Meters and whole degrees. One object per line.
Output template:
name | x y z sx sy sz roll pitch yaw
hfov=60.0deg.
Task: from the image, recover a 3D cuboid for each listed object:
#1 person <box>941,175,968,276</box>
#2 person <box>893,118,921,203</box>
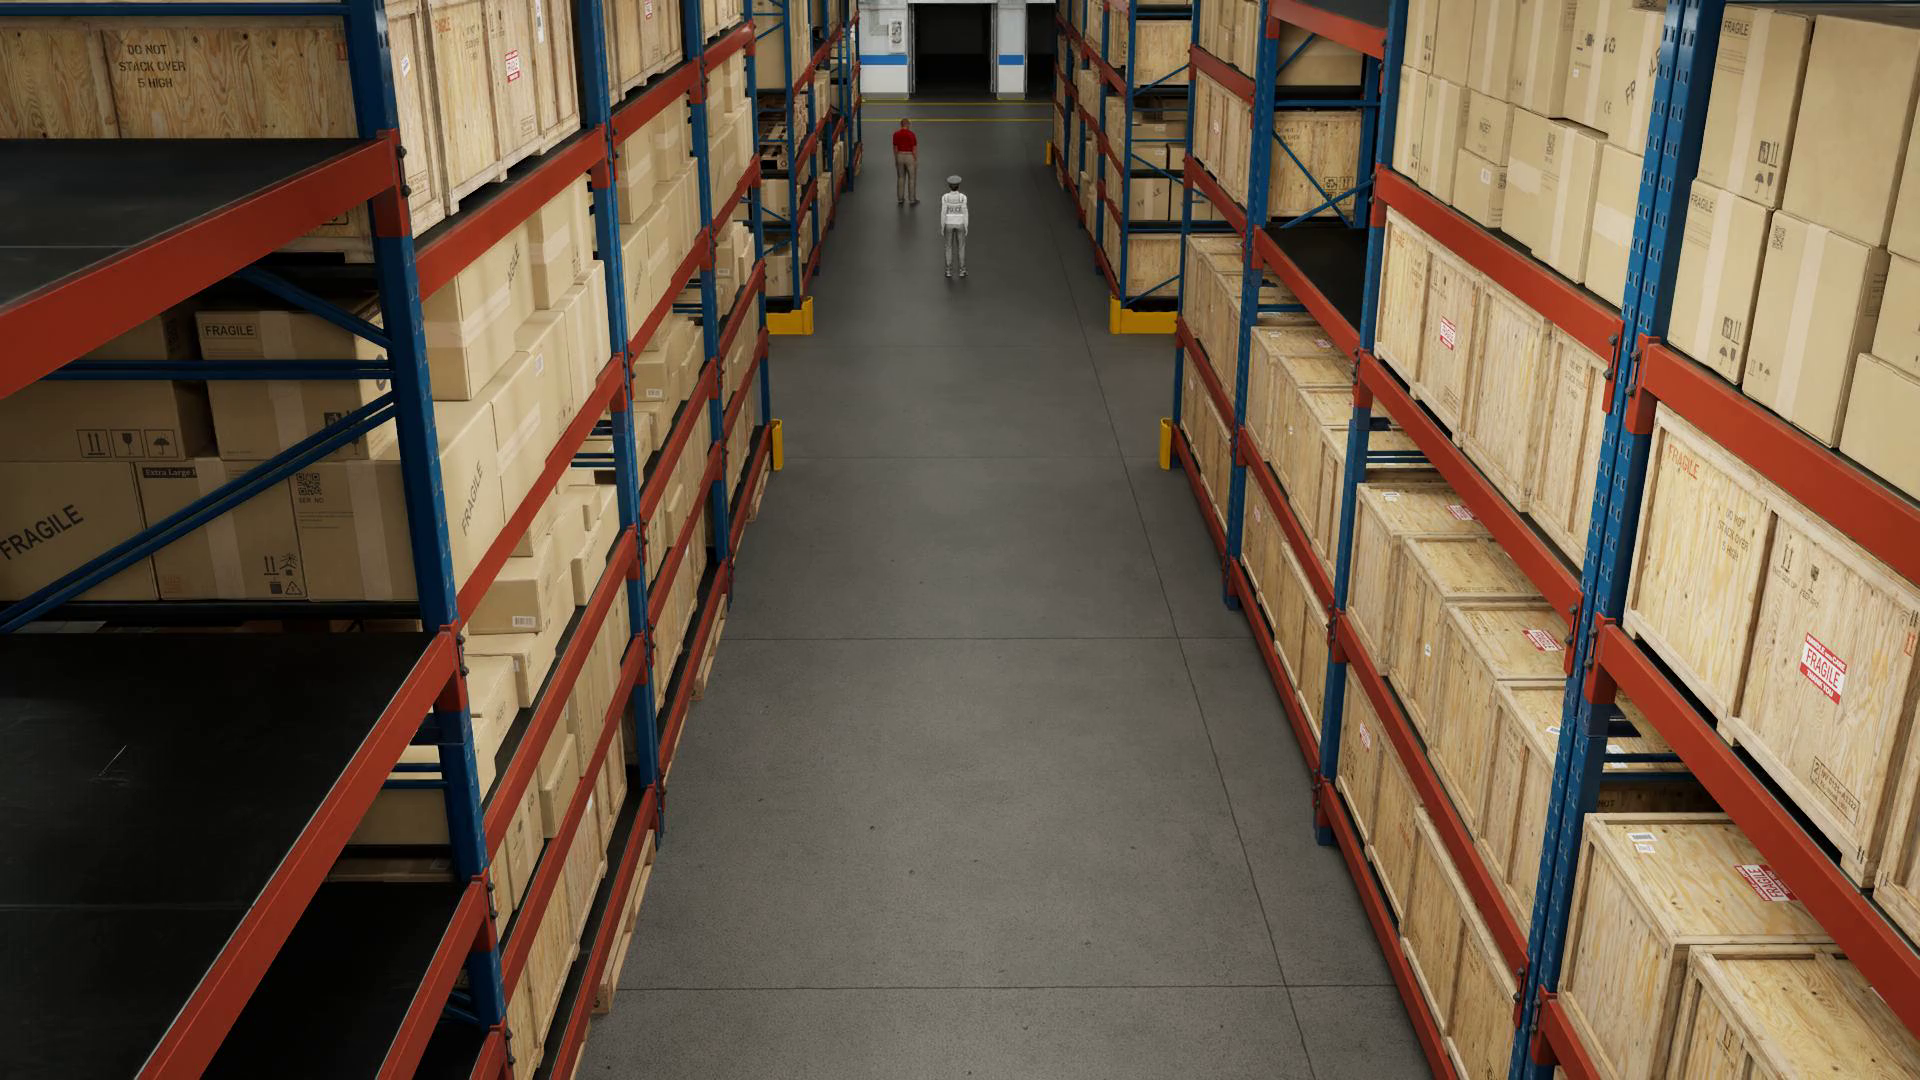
person | -0.090 -5.291 28.039 0.465 1.692 0.352 0 22 1
person | -1.109 -7.895 34.591 0.520 1.728 0.386 8 23 20
